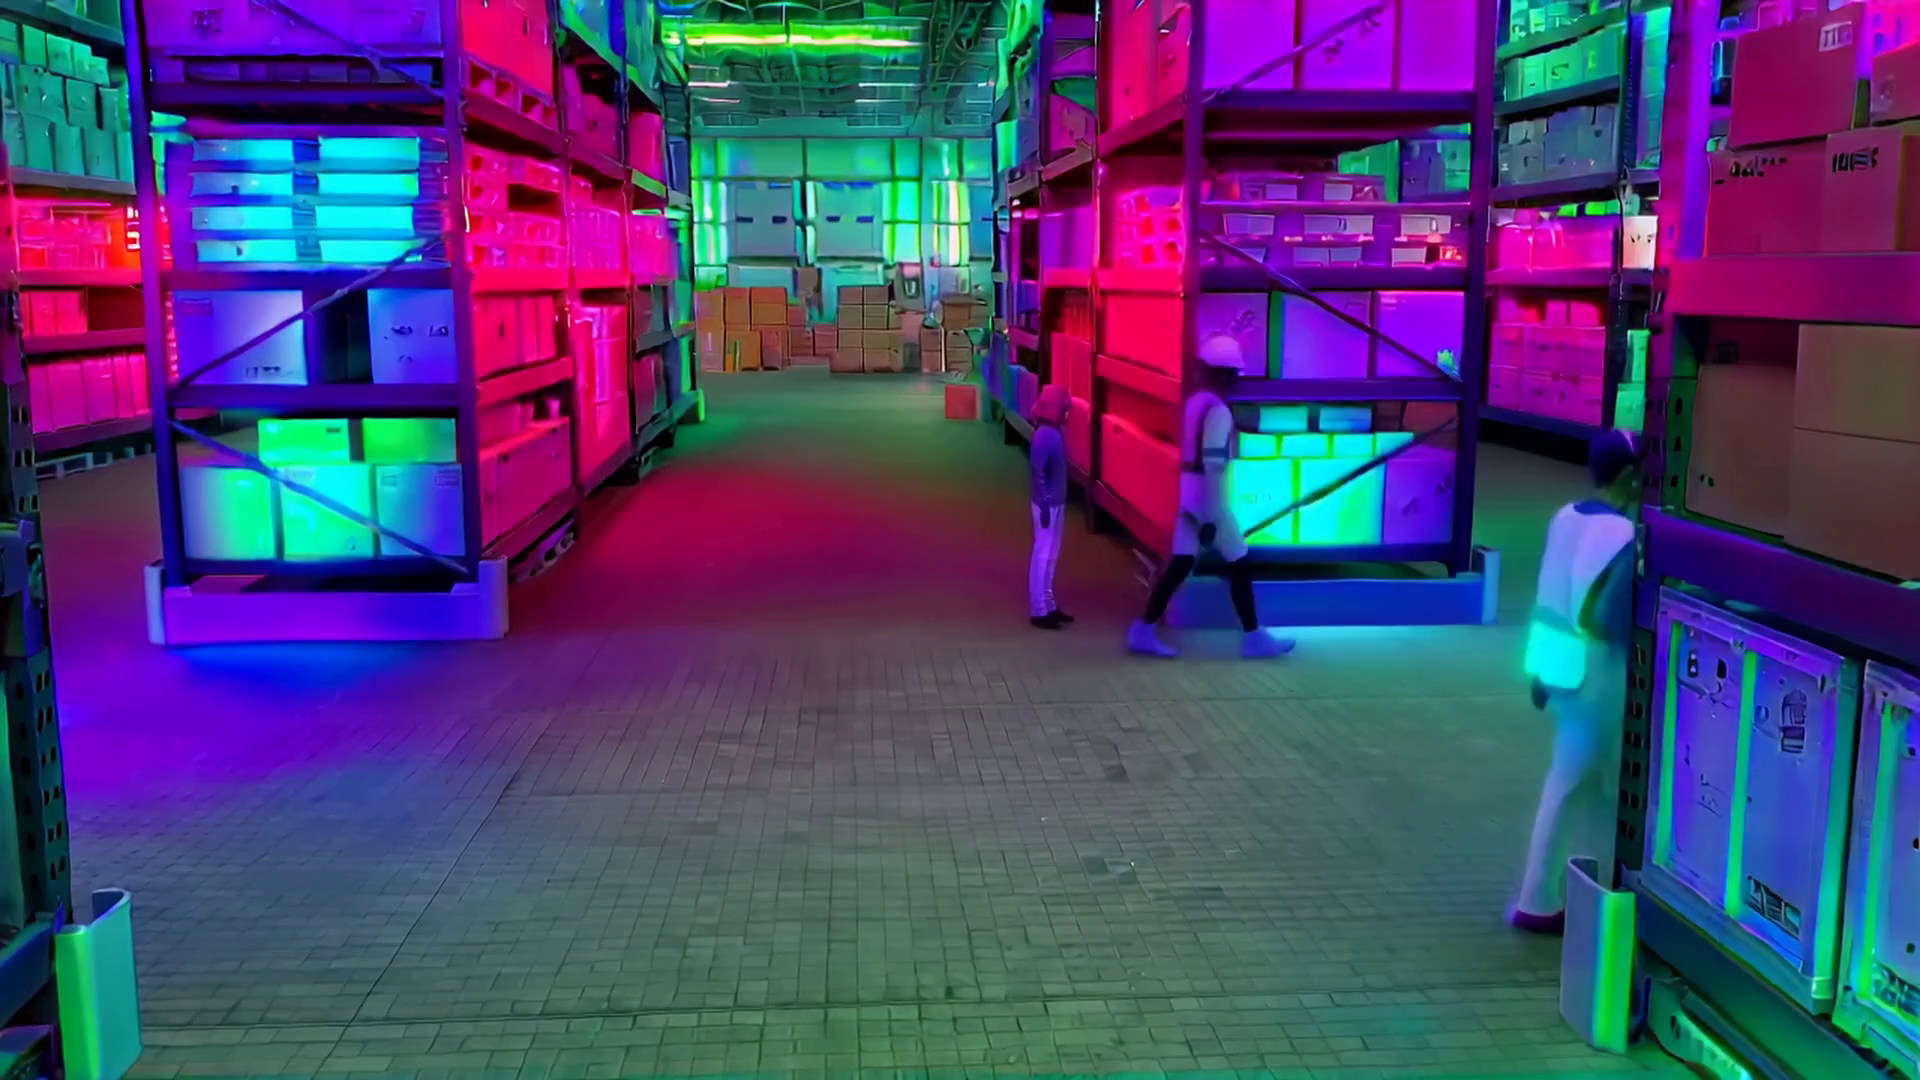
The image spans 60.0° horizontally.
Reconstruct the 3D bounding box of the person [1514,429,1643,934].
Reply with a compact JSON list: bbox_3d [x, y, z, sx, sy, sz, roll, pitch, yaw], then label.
[{"bbox_3d":[2.358,0.516,5.887,0.796,1.817,0.606,0,9,-3],"label":"person"}]

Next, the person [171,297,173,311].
[{"bbox_3d":[-29.538,-8.626,62.814,0.415,1.985,0.610,0,9,3],"label":"person"}]

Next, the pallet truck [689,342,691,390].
[{"bbox_3d":[-5.225,-3.008,27.480,1.885,1.965,0.823,2,9,14],"label":"pallet truck"}]

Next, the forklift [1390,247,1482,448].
[{"bbox_3d":[5.947,-2.619,22.272,1.873,2.768,1.129,-1,9,-4],"label":"forklift"}]

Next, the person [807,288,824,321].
[{"bbox_3d":[-5.278,-8.200,60.352,0.637,1.920,0.827,5,10,28],"label":"person"}]

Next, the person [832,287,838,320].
[{"bbox_3d":[-4.568,-8.623,62.948,0.542,1.931,0.366,2,9,10],"label":"person"}]

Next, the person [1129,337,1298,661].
[{"bbox_3d":[1.512,-0.234,10.094,1.052,1.992,0.632,-2,9,-10],"label":"person"}]

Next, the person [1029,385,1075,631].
[{"bbox_3d":[0.613,-0.221,11.118,0.286,1.633,0.499,3,10,18],"label":"person"}]

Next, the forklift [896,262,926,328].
[{"bbox_3d":[-1.780,-8.547,59.499,1.129,2.768,1.873,-1,9,-4],"label":"forklift"}]
